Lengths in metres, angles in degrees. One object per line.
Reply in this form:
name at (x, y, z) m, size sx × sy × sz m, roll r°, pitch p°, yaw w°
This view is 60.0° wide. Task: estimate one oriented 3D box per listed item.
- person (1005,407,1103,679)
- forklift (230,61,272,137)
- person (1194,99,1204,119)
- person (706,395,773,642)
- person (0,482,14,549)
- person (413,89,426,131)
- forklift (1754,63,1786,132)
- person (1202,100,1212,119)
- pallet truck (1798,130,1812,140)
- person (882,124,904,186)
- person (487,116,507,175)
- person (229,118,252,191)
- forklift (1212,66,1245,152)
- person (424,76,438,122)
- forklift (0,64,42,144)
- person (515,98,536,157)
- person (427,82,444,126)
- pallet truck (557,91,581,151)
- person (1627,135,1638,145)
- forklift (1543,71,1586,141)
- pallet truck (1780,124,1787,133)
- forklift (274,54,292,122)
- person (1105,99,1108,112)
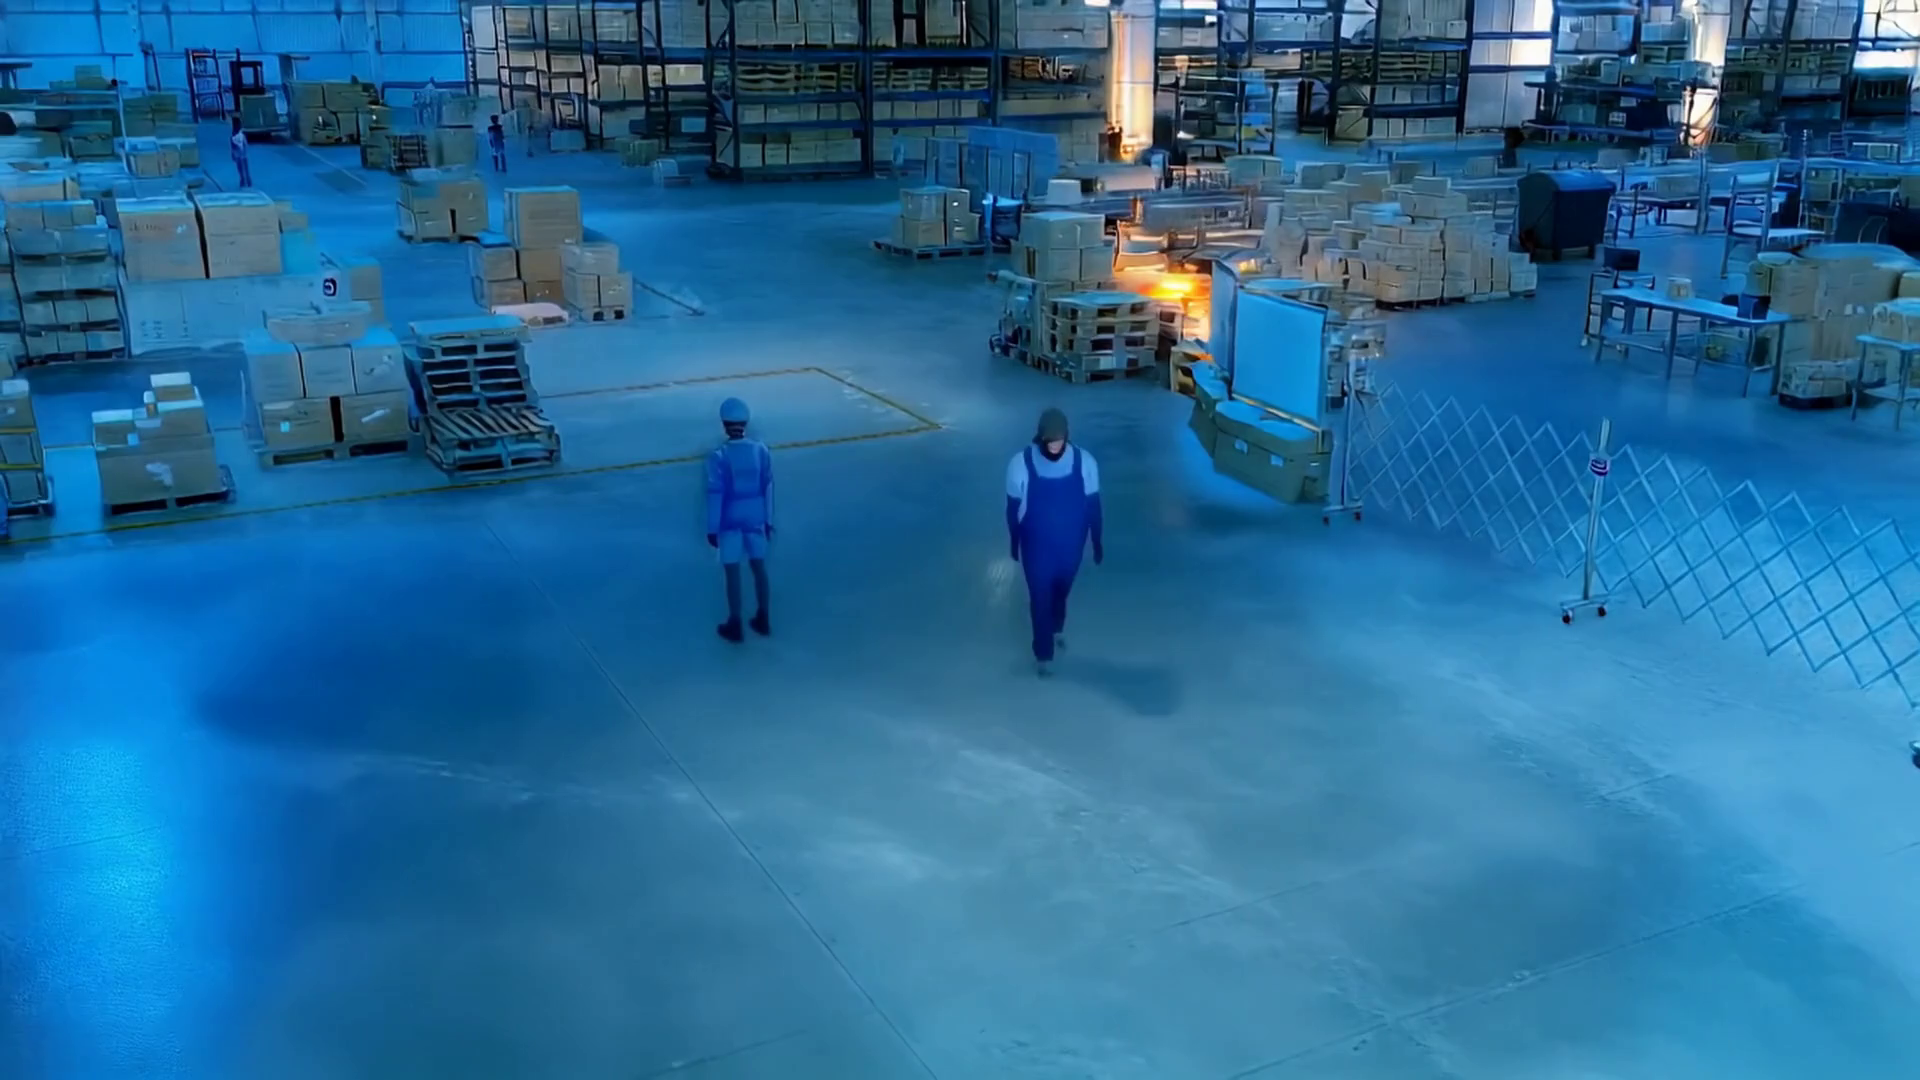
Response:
person at (0.703, -0.060, 12.375) m, size 0.693 × 2.000 × 1.022 m, roll -3°, pitch 18°, yaw -8°
forklift at (-26.770, -16.604, 62.599) m, size 1.129 × 2.768 × 1.873 m, roll -9°, pitch 20°, yaw -27°
person at (8.765, -15.404, 60.742) m, size 0.513 × 1.711 × 0.939 m, roll -8°, pitch 19°, yaw -23°
person at (-1.706, -0.166, 12.871) m, size 0.545 × 1.938 × 0.362 m, roll -12°, pitch 21°, yaw -32°
person at (-8.914, -0.856, 15.027) m, size 0.629 × 1.937 × 0.376 m, roll 12°, pitch 21°, yaw 33°
person at (-21.546, -17.182, 66.429) m, size 0.523 × 1.617 × 0.674 m, roll 3°, pitch 18°, yaw 11°
forklift at (28.773, -15.565, 59.361) m, size 1.873 × 2.768 × 1.129 m, roll -9°, pitch 20°, yaw -26°
person at (8.787, -14.658, 58.186) m, size 0.677 × 1.853 × 0.985 m, roll 0°, pitch 18°, yaw 0°
pallet truck at (25.526, -11.556, 49.408) m, size 1.630 × 1.274 × 0.653 m, roll -9°, pitch 20°, yaw -26°
person at (-1.852, -10.591, 45.792) m, size 0.737 × 1.669 × 0.543 m, roll -11°, pitch 21°, yaw -30°
person at (-13.616, -11.615, 48.950) m, size 0.532 × 1.697 × 0.320 m, roll -9°, pitch 20°, yaw -26°
person at (-19.319, -10.345, 44.647) m, size 0.587 × 1.913 × 0.391 m, roll 7°, pitch 19°, yaw 20°
forklift at (8.785, -14.707, 56.686) m, size 1.873 × 2.768 × 1.129 m, roll 3°, pitch 18°, yaw 11°
person at (-22.667, -18.754, 70.800) m, size 0.972 × 1.958 × 0.630 m, roll -13°, pitch 22°, yaw -36°
forklift at (-34.306, -15.613, 59.508) m, size 1.129 × 2.768 × 1.873 m, roll 10°, pitch 20°, yaw 27°
person at (-14.336, -13.633, 54.952) m, size 0.650 × 1.883 × 0.822 m, roll -11°, pitch 21°, yaw -30°
person at (-20.855, -17.234, 66.168) m, size 0.647 × 1.893 × 1.009 m, roll -6°, pitch 19°, yaw -19°
pallet truck at (-13.495, -14.412, 57.188) m, size 0.823 × 1.965 × 1.885 m, roll -3°, pitch 18°, yaw -9°
person at (21.133, -12.704, 52.384) m, size 0.548 × 1.678 × 0.578 m, roll -12°, pitch 21°, yaw -33°
forklift at (18.685, -13.231, 52.085) m, size 1.873 × 2.768 × 1.129 m, roll -9°, pitch 20°, yaw -26°
pallet truck at (25.206, -12.542, 52.601) m, size 1.601 × 1.201 × 0.680 m, roll 0°, pitch 18°, yaw -2°
forklift at (-28.519, -19.119, 70.438) m, size 1.873 × 2.768 × 1.129 m, roll -9°, pitch 20°, yaw -26°
person at (6.032, -17.579, 67.315) m, size 0.565 × 1.840 × 0.390 m, roll -1°, pitch 18°, yaw -4°
